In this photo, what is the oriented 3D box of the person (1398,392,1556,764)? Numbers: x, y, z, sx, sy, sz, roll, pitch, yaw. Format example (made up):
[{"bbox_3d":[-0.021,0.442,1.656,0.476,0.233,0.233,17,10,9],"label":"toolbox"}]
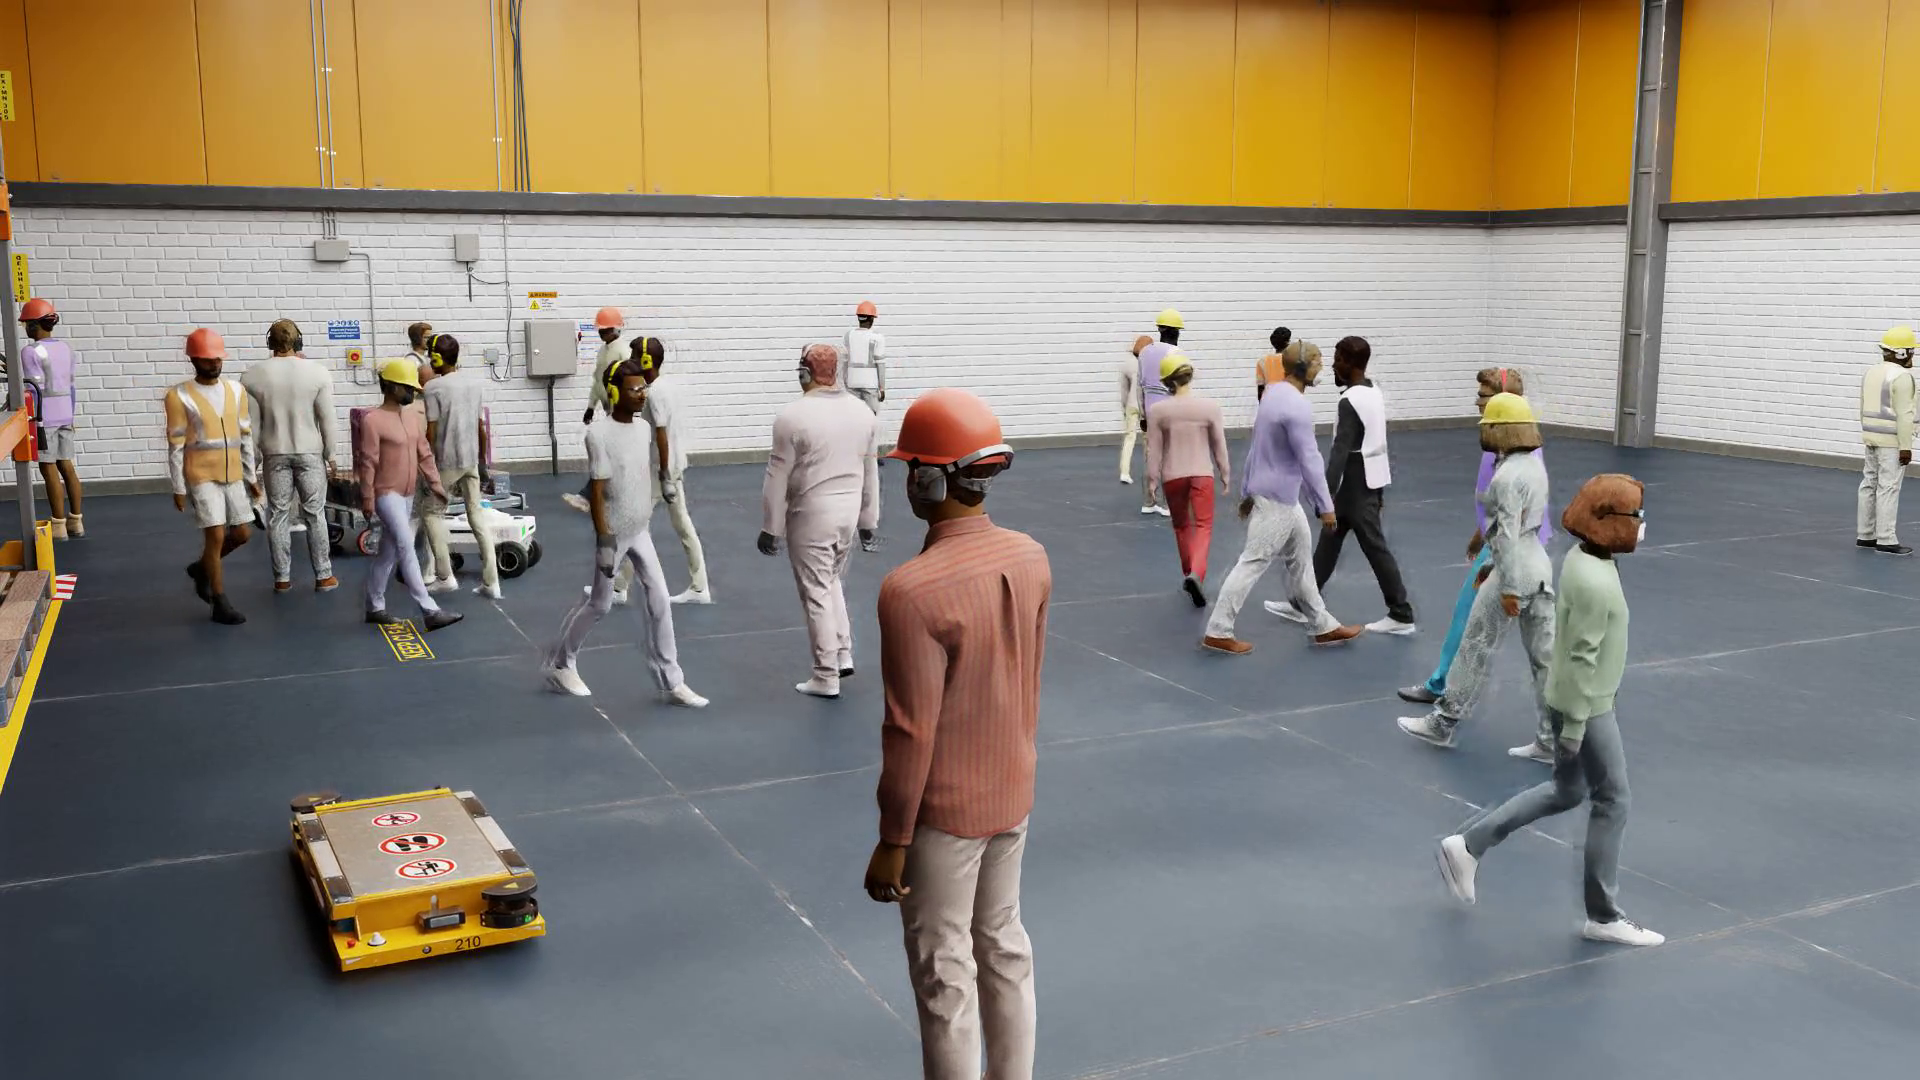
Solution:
[{"bbox_3d":[2.494,0.169,7.767,0.842,1.700,0.482,8,12,41],"label":"person"}]

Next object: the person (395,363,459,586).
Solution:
[{"bbox_3d":[-3.832,-0.454,11.895,0.543,1.612,0.423,0,9,-1],"label":"person"}]

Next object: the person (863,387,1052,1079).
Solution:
[{"bbox_3d":[-0.010,0.629,4.022,0.375,1.995,0.611,6,11,33],"label":"person"}]

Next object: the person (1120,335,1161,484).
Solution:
[{"bbox_3d":[1.942,-1.402,17.873,0.513,1.590,0.846,5,10,29],"label":"person"}]

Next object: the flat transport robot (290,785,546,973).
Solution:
[{"bbox_3d":[-2.002,1.166,6.024,0.652,0.197,1.431,-5,10,-27],"label":"flat transport robot"}]

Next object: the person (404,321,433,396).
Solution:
[{"bbox_3d":[-5.144,-1.163,15.735,0.933,1.809,0.526,-2,9,-10],"label":"person"}]

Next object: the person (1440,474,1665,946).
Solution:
[{"bbox_3d":[2.038,0.561,5.641,0.668,1.607,0.502,2,9,13],"label":"person"}]

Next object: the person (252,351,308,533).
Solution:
[{"bbox_3d":[-5.826,-0.838,14.282,0.558,1.613,0.496,4,10,22],"label":"person"}]

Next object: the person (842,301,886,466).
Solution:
[{"bbox_3d":[-1.102,-1.813,19.389,0.541,1.929,0.383,3,10,20],"label":"person"}]

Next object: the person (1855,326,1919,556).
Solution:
[{"bbox_3d":[7.470,-0.795,13.356,0.403,1.835,0.586,0,9,-1],"label":"person"}]

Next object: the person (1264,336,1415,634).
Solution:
[{"bbox_3d":[2.445,-0.348,10.480,0.996,1.862,0.613,4,10,24],"label":"person"}]

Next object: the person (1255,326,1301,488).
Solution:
[{"bbox_3d":[3.336,-1.373,17.358,0.532,1.699,0.319,7,11,35],"label":"person"}]

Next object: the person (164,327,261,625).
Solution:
[{"bbox_3d":[-4.891,-0.423,10.793,0.653,1.917,0.553,6,11,32],"label":"person"}]

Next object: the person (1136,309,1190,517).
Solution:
[{"bbox_3d":[1.905,-1.176,15.439,0.385,1.922,0.594,-8,12,-40],"label":"person"}]

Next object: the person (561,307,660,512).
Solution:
[{"bbox_3d":[-3.332,-1.246,15.861,1.073,1.925,0.653,-5,11,-30],"label":"person"}]

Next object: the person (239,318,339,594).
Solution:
[{"bbox_3d":[-4.701,-0.582,11.710,0.627,1.940,0.372,-2,9,-13],"label":"person"}]

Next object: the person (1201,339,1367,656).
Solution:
[{"bbox_3d":[1.907,-0.238,9.798,1.037,1.881,0.649,0,9,-2],"label":"person"}]

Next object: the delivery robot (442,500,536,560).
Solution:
[{"bbox_3d":[-3.564,-0.060,12.462,0.707,0.478,0.477,0,9,0],"label":"delivery robot"}]

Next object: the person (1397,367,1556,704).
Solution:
[{"bbox_3d":[2.835,0.007,8.523,0.999,1.797,0.569,4,10,25],"label":"person"}]

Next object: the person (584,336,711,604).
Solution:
[{"bbox_3d":[-2.129,-0.456,11.274,0.914,1.821,0.495,1,9,6],"label":"person"}]

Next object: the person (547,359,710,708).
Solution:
[{"bbox_3d":[-1.802,-0.039,8.725,0.968,1.826,0.546,5,10,29],"label":"person"}]

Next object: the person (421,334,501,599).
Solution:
[{"bbox_3d":[-3.514,-0.499,11.515,0.690,1.836,0.552,6,11,34],"label":"person"}]

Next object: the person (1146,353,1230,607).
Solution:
[{"bbox_3d":[1.554,-0.425,11.406,0.578,1.710,0.810,2,9,9],"label":"person"}]

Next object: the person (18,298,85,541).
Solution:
[{"bbox_3d":[-7.692,-1.005,14.013,0.376,2.041,0.615,1,9,4],"label":"person"}]

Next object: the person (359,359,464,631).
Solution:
[{"bbox_3d":[-3.476,-0.274,10.512,0.883,1.717,0.518,2,9,14],"label":"person"}]

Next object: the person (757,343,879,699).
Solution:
[{"bbox_3d":[-0.784,-0.100,8.896,0.536,1.891,0.648,8,12,42],"label":"person"}]
